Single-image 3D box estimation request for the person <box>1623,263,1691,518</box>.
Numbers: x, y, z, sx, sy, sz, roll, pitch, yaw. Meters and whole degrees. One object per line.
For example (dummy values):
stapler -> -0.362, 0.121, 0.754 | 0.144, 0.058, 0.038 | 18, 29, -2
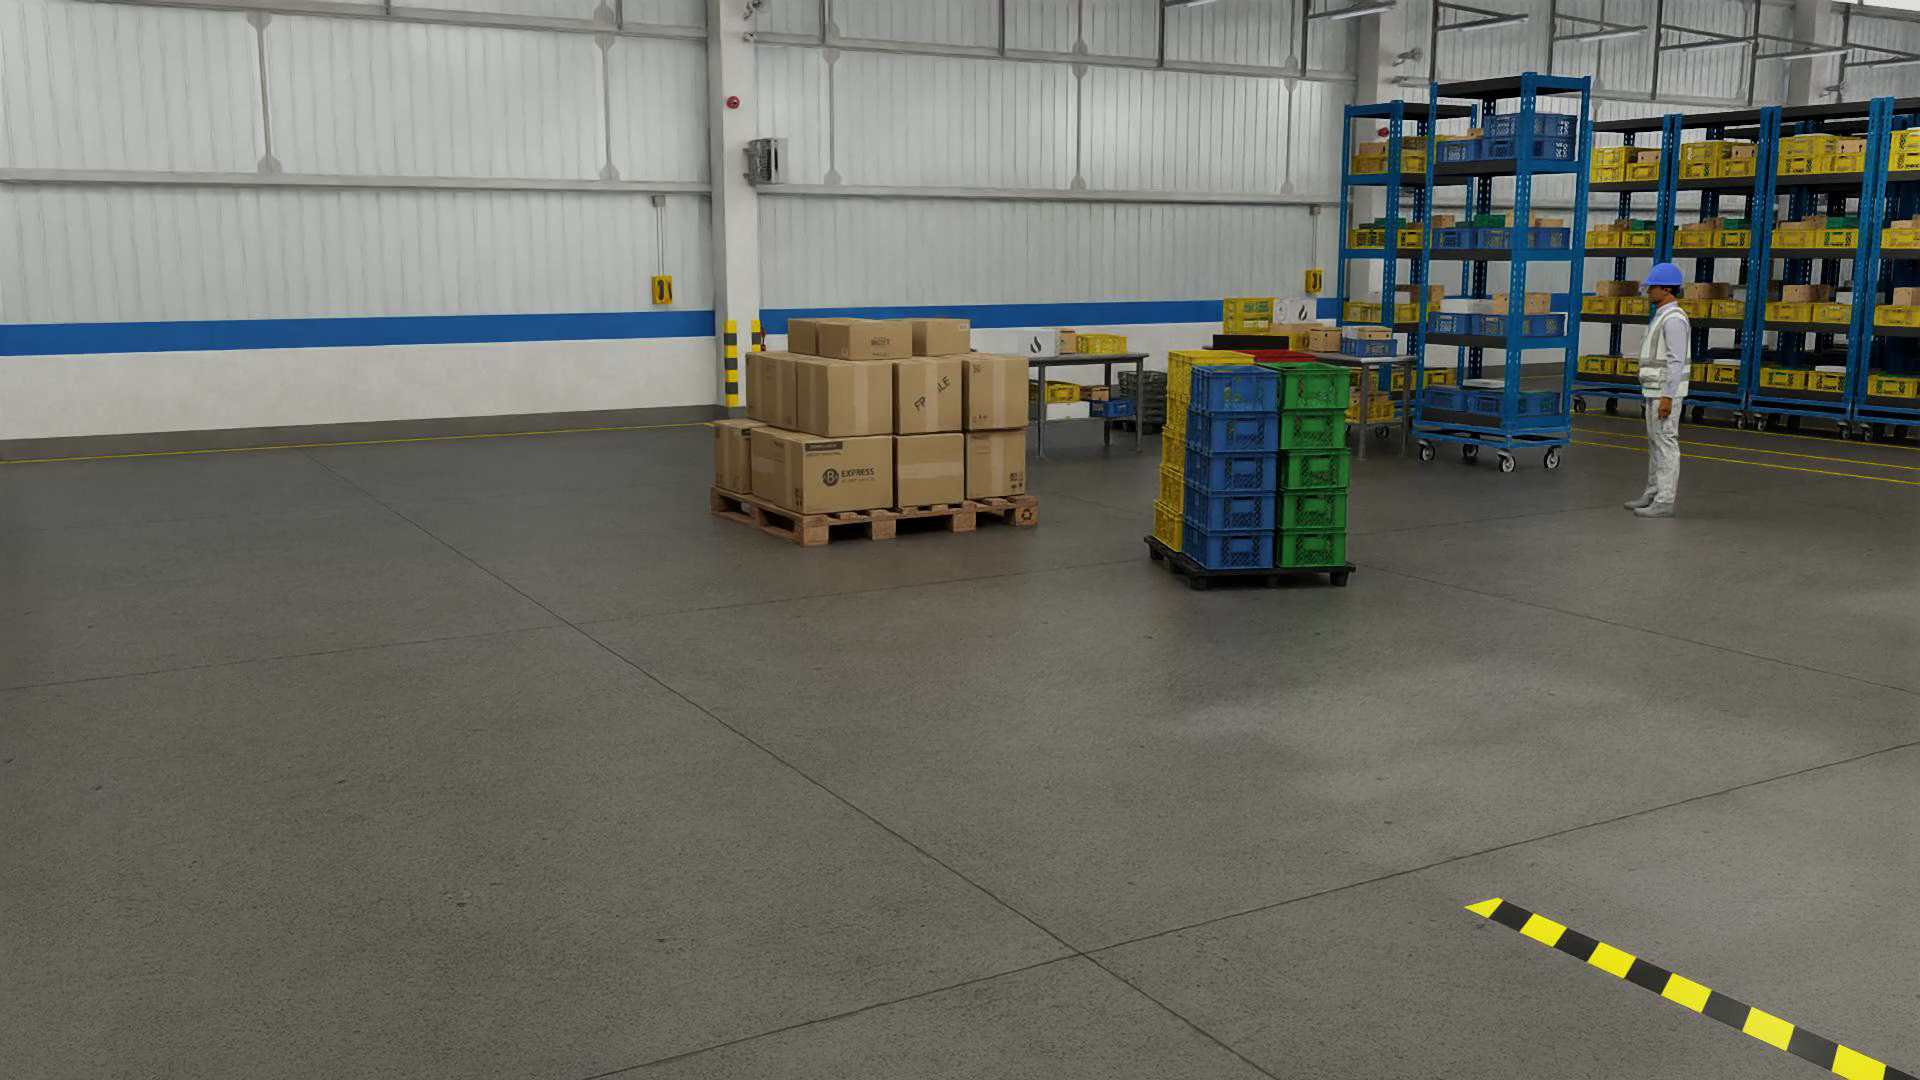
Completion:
person -> 5.388, -1.143, 12.780 | 0.397, 1.949, 0.603 | 2, 10, 13
